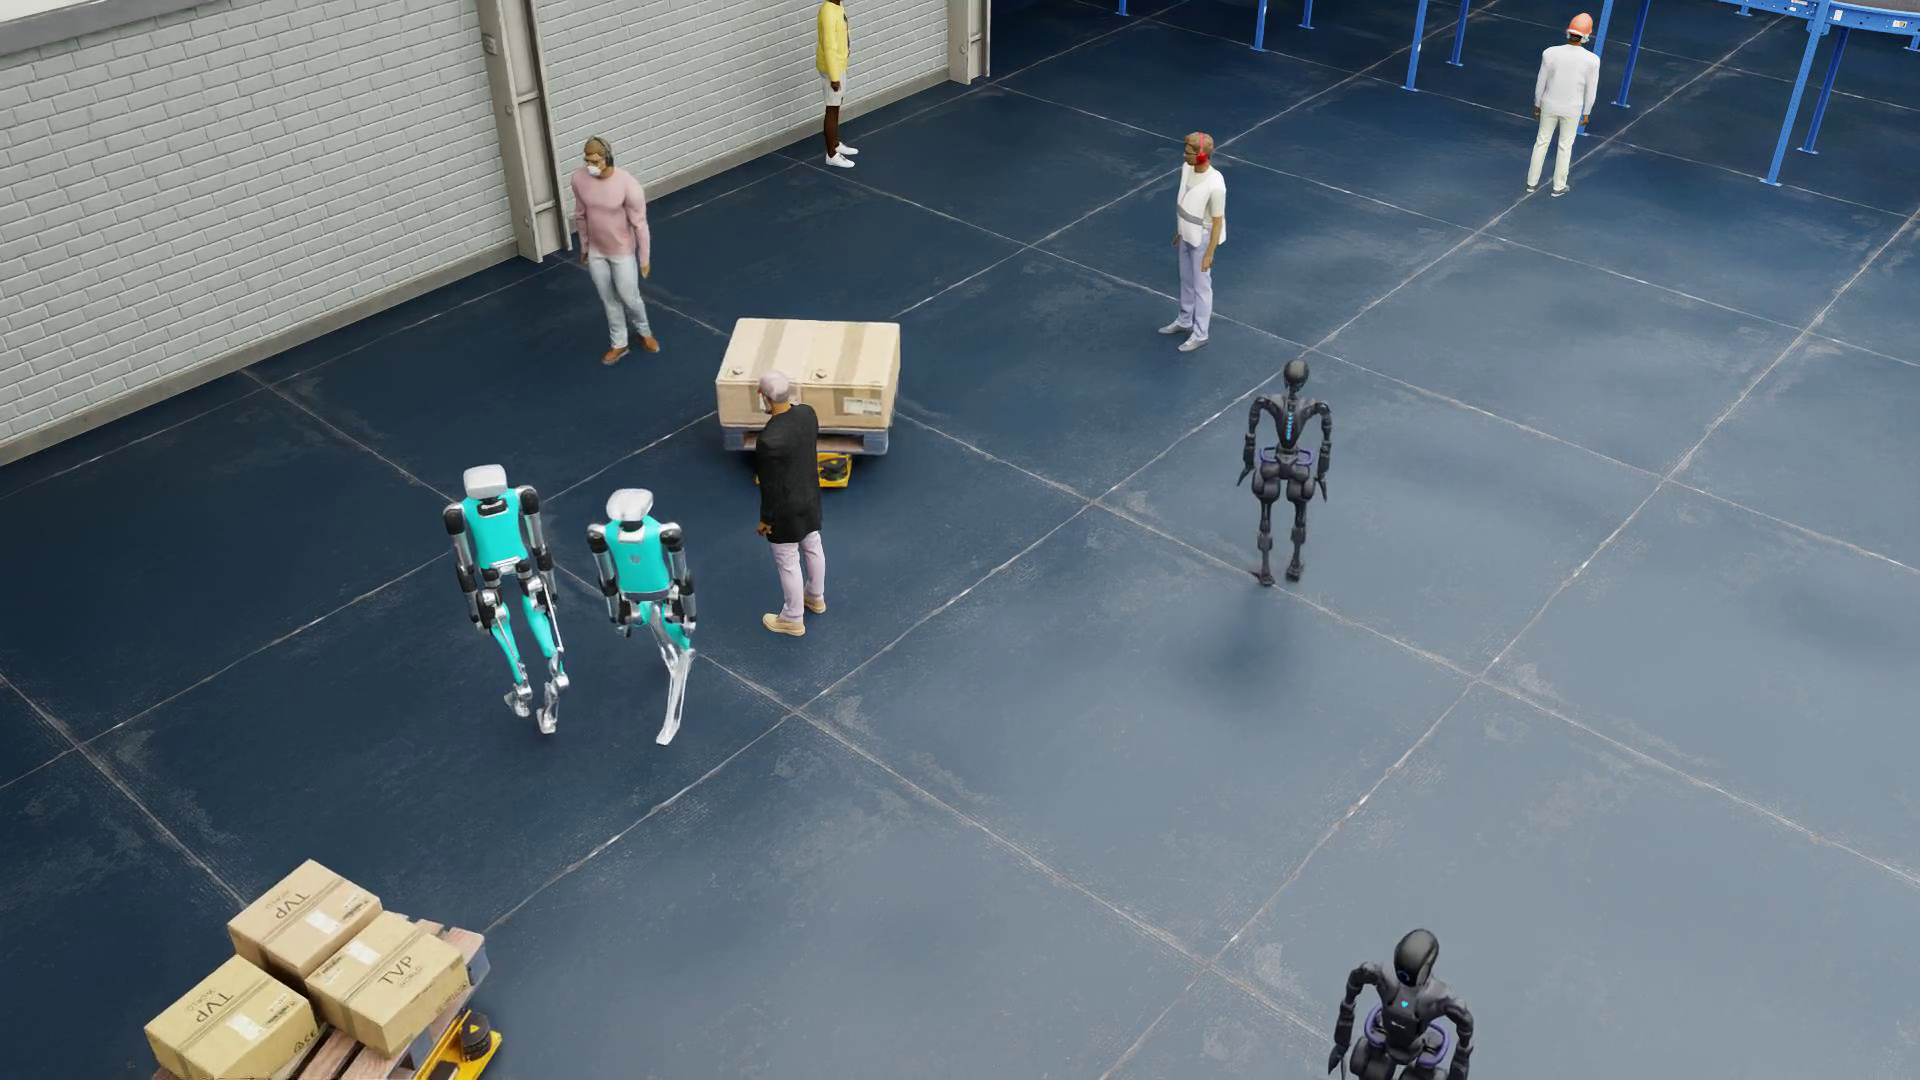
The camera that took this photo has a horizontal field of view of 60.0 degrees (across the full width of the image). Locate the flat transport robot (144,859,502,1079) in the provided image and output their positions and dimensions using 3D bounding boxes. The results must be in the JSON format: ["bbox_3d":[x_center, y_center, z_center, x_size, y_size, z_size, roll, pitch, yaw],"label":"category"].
[{"bbox_3d":[-3.007,2.435,7.968,1.431,0.231,0.659,11,37,14],"label":"flat transport robot"}]

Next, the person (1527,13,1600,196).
[{"bbox_3d":[5.794,-4.174,15.968,0.568,1.750,0.328,20,40,25],"label":"person"}]

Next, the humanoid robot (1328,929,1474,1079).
[{"bbox_3d":[1.916,2.188,7.123,0.612,1.634,0.675,19,40,24],"label":"humanoid robot"}]

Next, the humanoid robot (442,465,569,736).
[{"bbox_3d":[-2.515,0.456,9.493,0.540,1.786,0.854,-15,38,-20],"label":"humanoid robot"}]

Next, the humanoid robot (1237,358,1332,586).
[{"bbox_3d":[2.111,-0.451,10.812,0.589,1.652,0.350,7,36,9],"label":"humanoid robot"}]

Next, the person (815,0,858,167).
[{"bbox_3d":[-1.238,-4.694,16.575,0.382,1.900,0.544,4,36,5],"label":"person"}]

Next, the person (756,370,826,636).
[{"bbox_3d":[-1.056,-0.230,10.345,0.410,1.855,0.532,19,39,24],"label":"person"}]

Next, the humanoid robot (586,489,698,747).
[{"bbox_3d":[-1.763,0.281,9.767,0.547,1.750,1.011,1,35,2],"label":"humanoid robot"}]

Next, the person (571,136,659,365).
[{"bbox_3d":[-2.719,-2.309,13.209,0.649,1.926,0.533,16,38,21],"label":"person"}]

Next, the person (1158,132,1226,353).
[{"bbox_3d":[1.921,-2.405,13.410,0.392,1.839,0.562,-12,37,-17],"label":"person"}]

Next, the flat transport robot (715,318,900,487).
[{"bbox_3d":[-1.099,-0.861,12.597,0.659,0.231,1.431,2,36,3],"label":"flat transport robot"}]
